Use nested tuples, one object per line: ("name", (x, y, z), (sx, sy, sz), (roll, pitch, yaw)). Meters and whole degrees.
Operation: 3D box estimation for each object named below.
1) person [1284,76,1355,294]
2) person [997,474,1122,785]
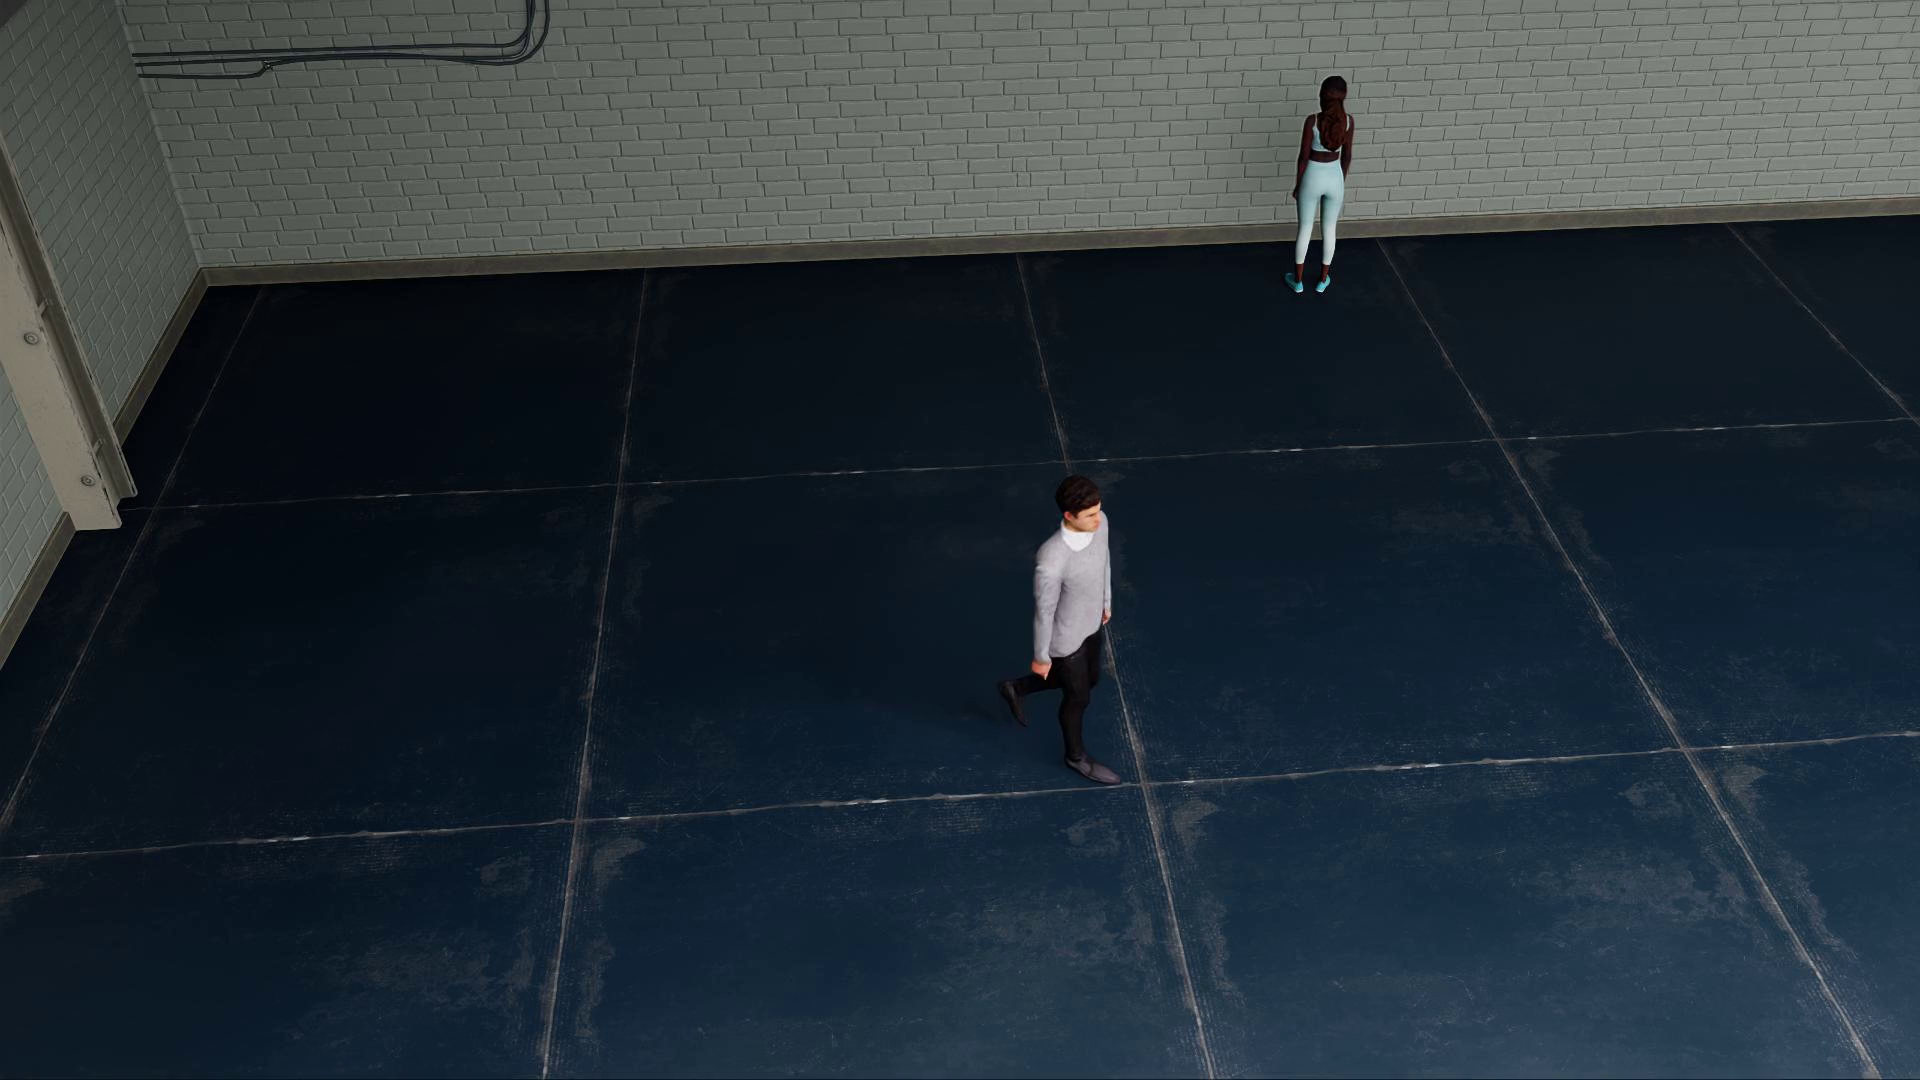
("person", (2.739, -2.689, 12.618), (0.560, 1.725, 0.535), (-1, 38, -2))
("person", (0.487, 0.417, 8.507), (1.128, 1.899, 1.125), (19, 42, 23))
